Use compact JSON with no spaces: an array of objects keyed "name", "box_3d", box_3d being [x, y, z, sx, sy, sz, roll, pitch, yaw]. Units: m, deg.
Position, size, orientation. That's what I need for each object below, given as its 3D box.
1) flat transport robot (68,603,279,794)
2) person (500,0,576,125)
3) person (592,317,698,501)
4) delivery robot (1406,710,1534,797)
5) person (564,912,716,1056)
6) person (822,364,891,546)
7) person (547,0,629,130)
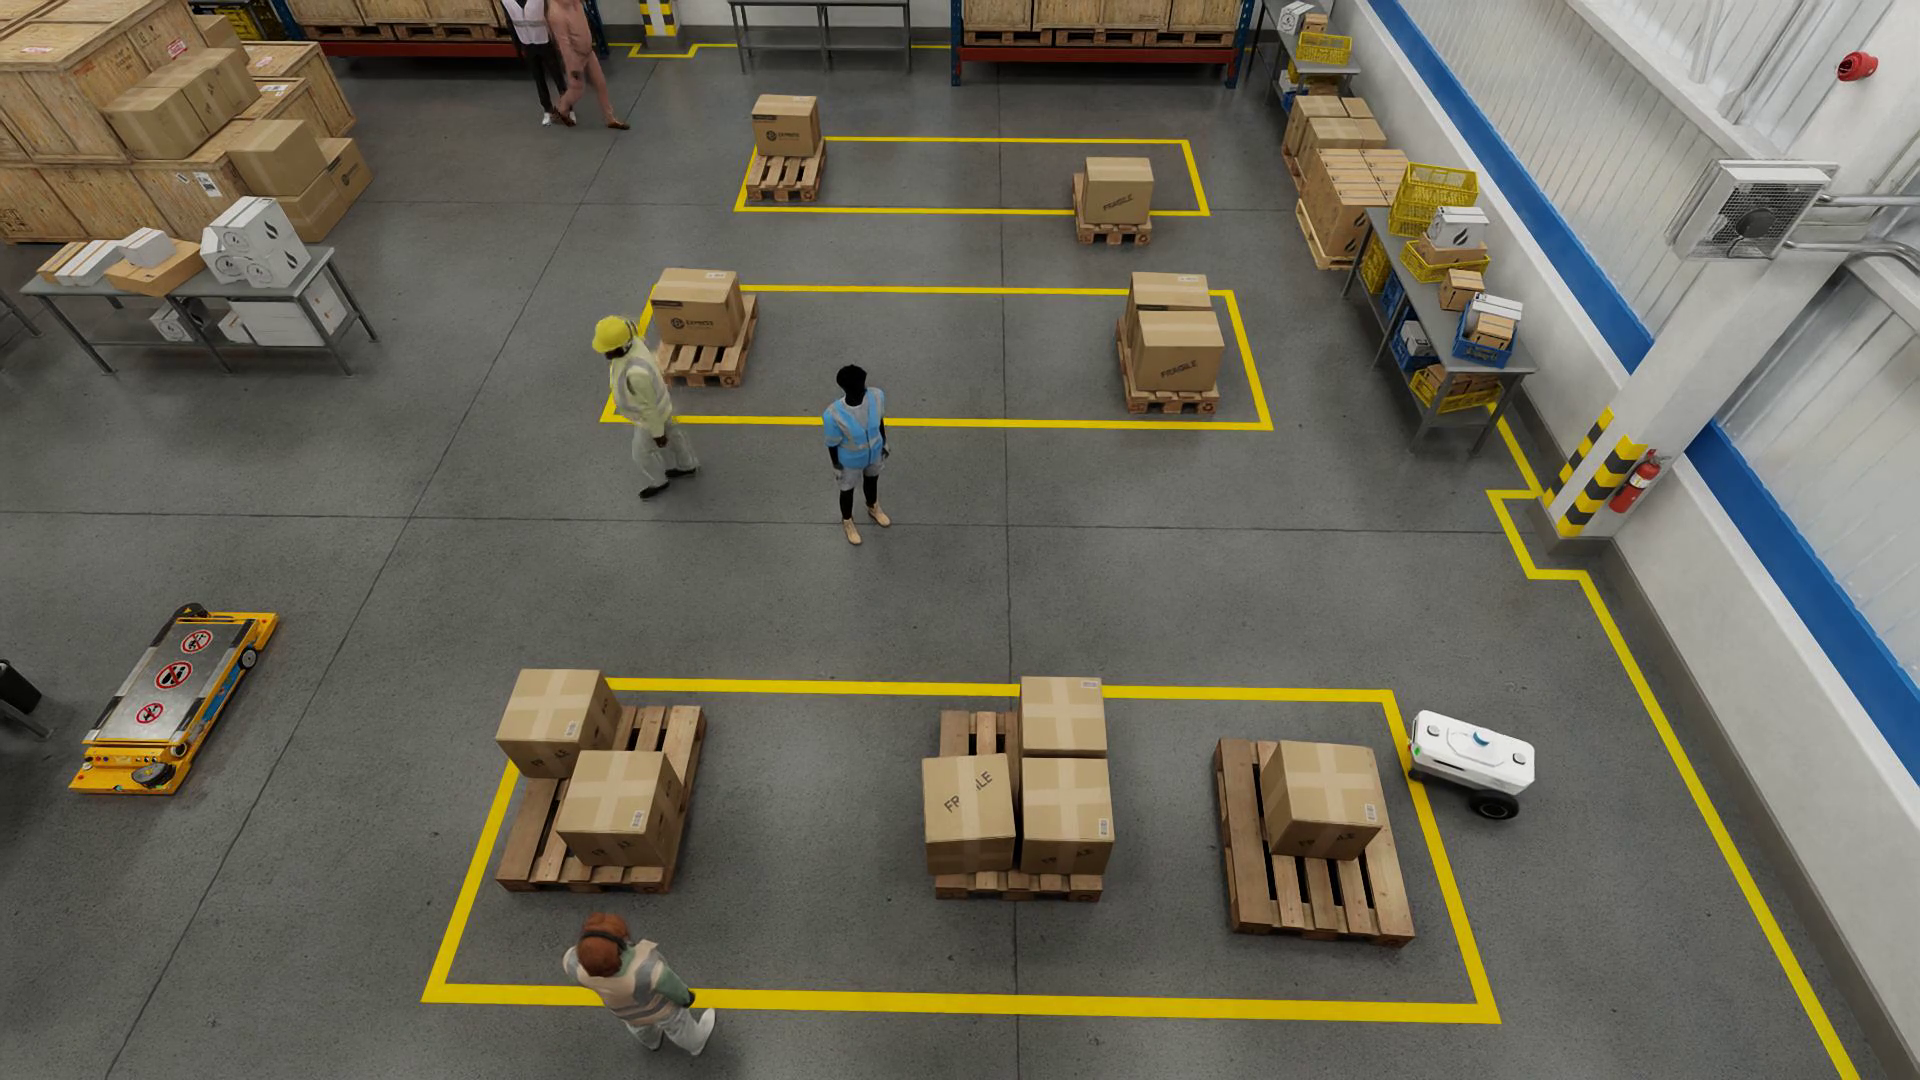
[{"name":"flat transport robot","box_3d":[-5.504,1.072,6.442,0.652,0.197,1.431,1,50,1]},{"name":"person","box_3d":[-5.340,-6.274,11.590,0.589,1.914,0.392,-6,50,-5]},{"name":"person","box_3d":[-2.538,-1.027,7.217,0.654,1.803,0.669,-15,51,-12]},{"name":"delivery robot","box_3d":[3.298,1.376,5.940,0.707,0.478,0.477,18,52,14]},{"name":"person","box_3d":[-1.572,2.252,4.558,0.511,1.631,0.311,7,50,6]},{"name":"person","box_3d":[-0.763,-0.654,6.974,0.537,1.695,0.320,-31,56,-24]},{"name":"person","box_3d":[-4.846,-6.068,11.443,0.863,1.876,0.654,10,50,8]}]
